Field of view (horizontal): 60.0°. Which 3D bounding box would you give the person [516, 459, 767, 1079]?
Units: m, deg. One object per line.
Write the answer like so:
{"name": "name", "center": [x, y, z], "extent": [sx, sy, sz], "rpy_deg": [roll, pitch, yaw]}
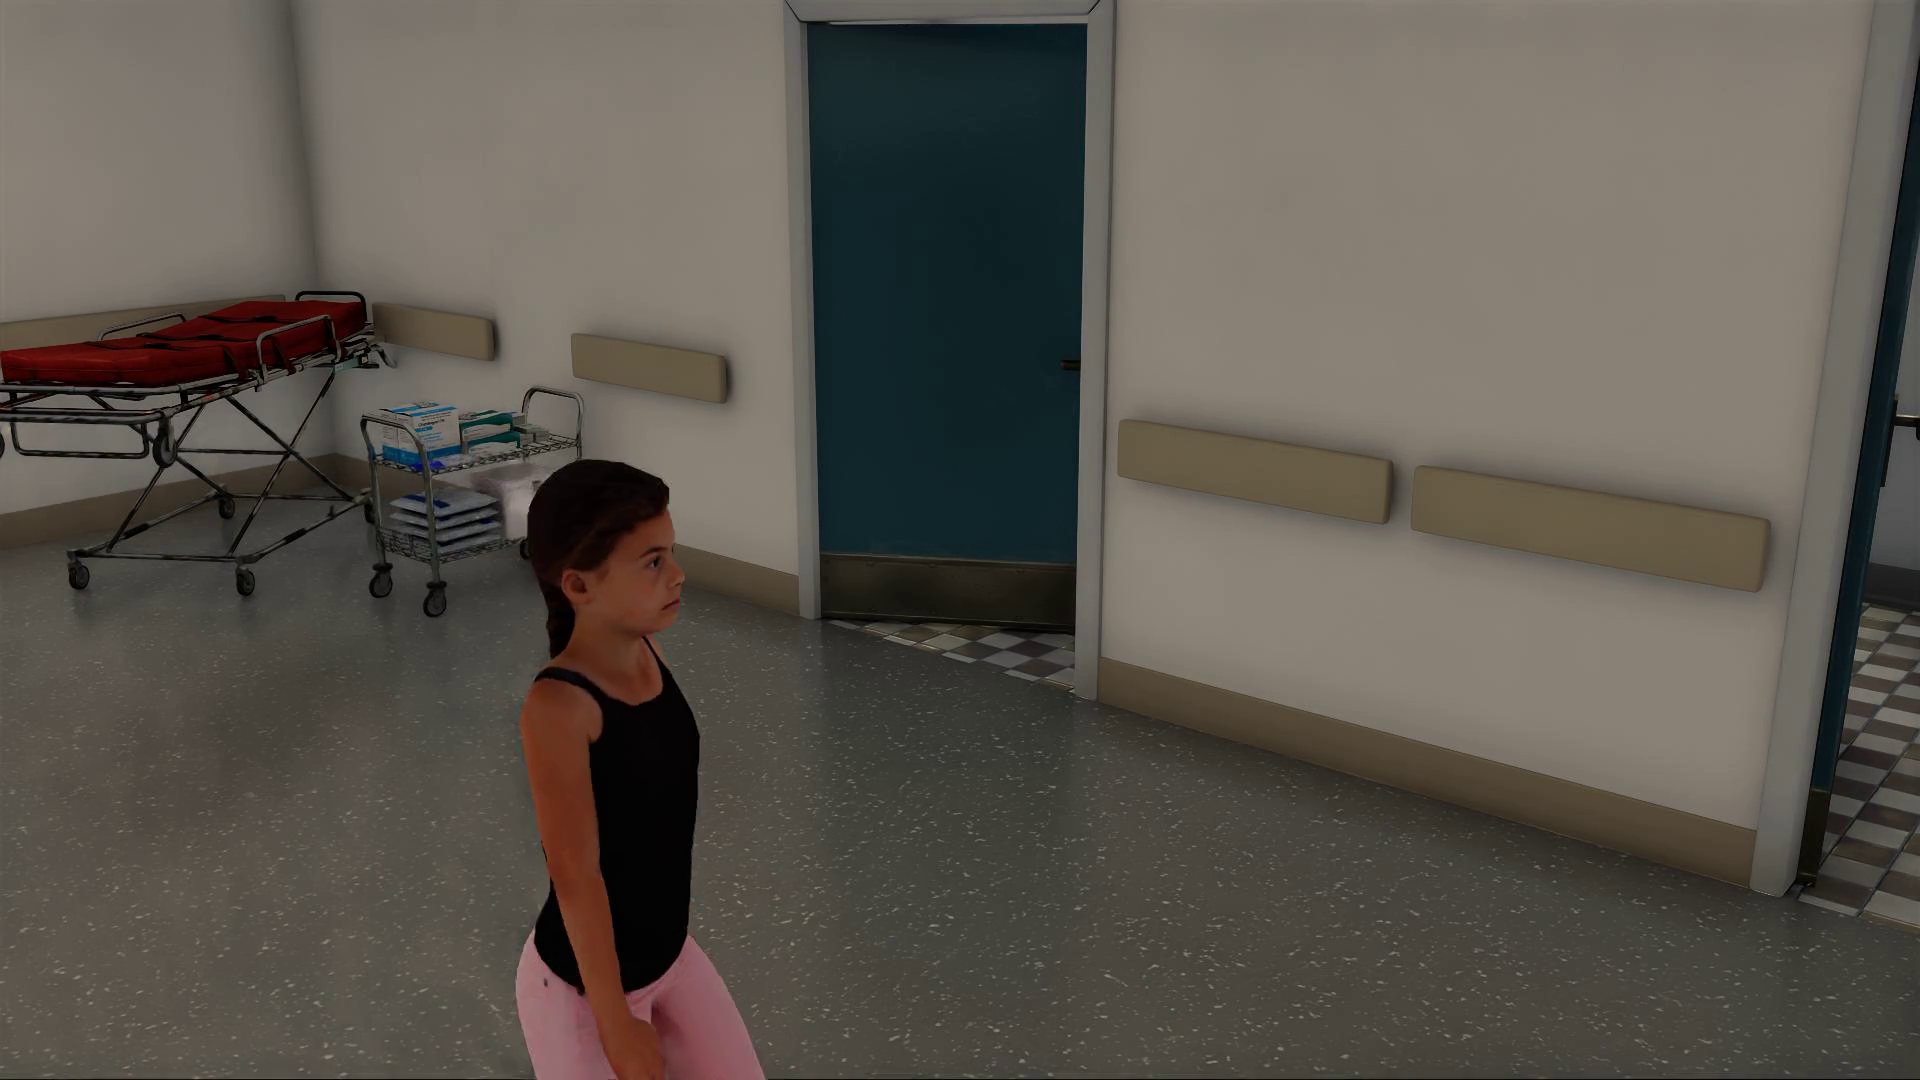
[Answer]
{"name": "person", "center": [-0.557, 0.638, 2.438], "extent": [0.767, 1.550, 0.685], "rpy_deg": [4, 16, 15]}
